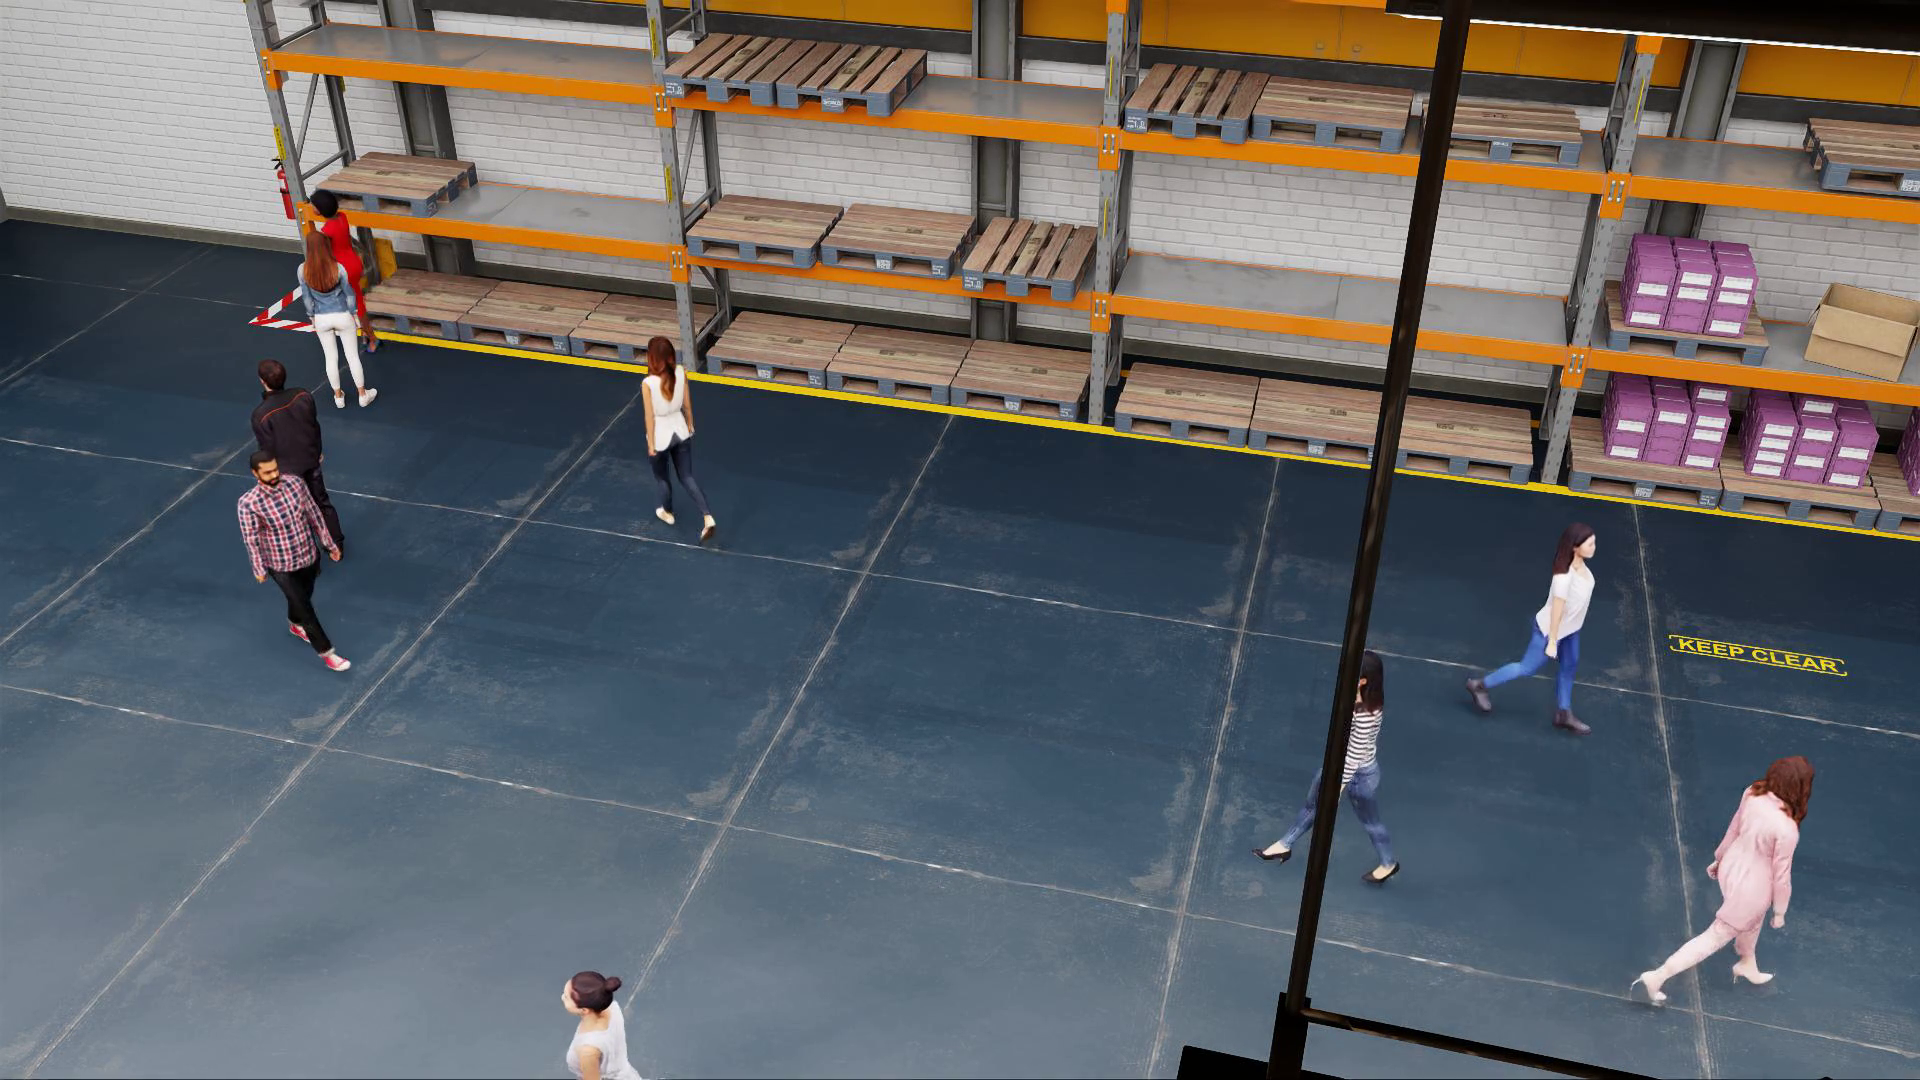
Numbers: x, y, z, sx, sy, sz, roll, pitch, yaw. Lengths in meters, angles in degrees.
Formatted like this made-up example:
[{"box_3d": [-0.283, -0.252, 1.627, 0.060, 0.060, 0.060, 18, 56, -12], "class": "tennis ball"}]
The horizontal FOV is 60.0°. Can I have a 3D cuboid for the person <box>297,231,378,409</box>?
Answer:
[{"box_3d": [-5.704, -2.000, 15.145, 0.586, 1.701, 0.745, -4, 34, -6], "class": "person"}]

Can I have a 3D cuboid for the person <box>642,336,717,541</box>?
[{"box_3d": [-2.260, -0.780, 13.256, 0.943, 1.761, 1.100, -26, 41, -33], "class": "person"}]

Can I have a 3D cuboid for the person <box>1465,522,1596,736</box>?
[{"box_3d": [3.936, 0.597, 11.280, 1.171, 1.654, 0.817, 18, 38, 25], "class": "person"}]

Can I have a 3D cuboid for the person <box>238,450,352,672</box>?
[{"box_3d": [-4.853, 0.098, 11.970, 1.187, 1.722, 0.944, 21, 39, 28], "class": "person"}]

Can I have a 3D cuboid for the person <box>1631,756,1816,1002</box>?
[{"box_3d": [4.244, 1.930, 9.178, 1.215, 1.762, 0.911, -3, 34, -5], "class": "person"}]

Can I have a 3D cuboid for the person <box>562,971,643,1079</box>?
[{"box_3d": [-1.677, 2.696, 8.190, 1.029, 1.579, 0.638, 5, 34, 7], "class": "person"}]

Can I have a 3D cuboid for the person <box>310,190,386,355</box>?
[{"box_3d": [-5.778, -2.522, 15.909, 0.668, 1.724, 0.649, 5, 34, 8], "class": "person"}]

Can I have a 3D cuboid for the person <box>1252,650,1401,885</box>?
[{"box_3d": [2.447, 1.427, 9.958, 1.169, 1.737, 0.736, 3, 34, 5], "class": "person"}]

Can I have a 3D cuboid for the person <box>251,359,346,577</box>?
[{"box_3d": [-5.139, -0.572, 12.873, 0.675, 1.839, 0.772, 18, 38, 25], "class": "person"}]
